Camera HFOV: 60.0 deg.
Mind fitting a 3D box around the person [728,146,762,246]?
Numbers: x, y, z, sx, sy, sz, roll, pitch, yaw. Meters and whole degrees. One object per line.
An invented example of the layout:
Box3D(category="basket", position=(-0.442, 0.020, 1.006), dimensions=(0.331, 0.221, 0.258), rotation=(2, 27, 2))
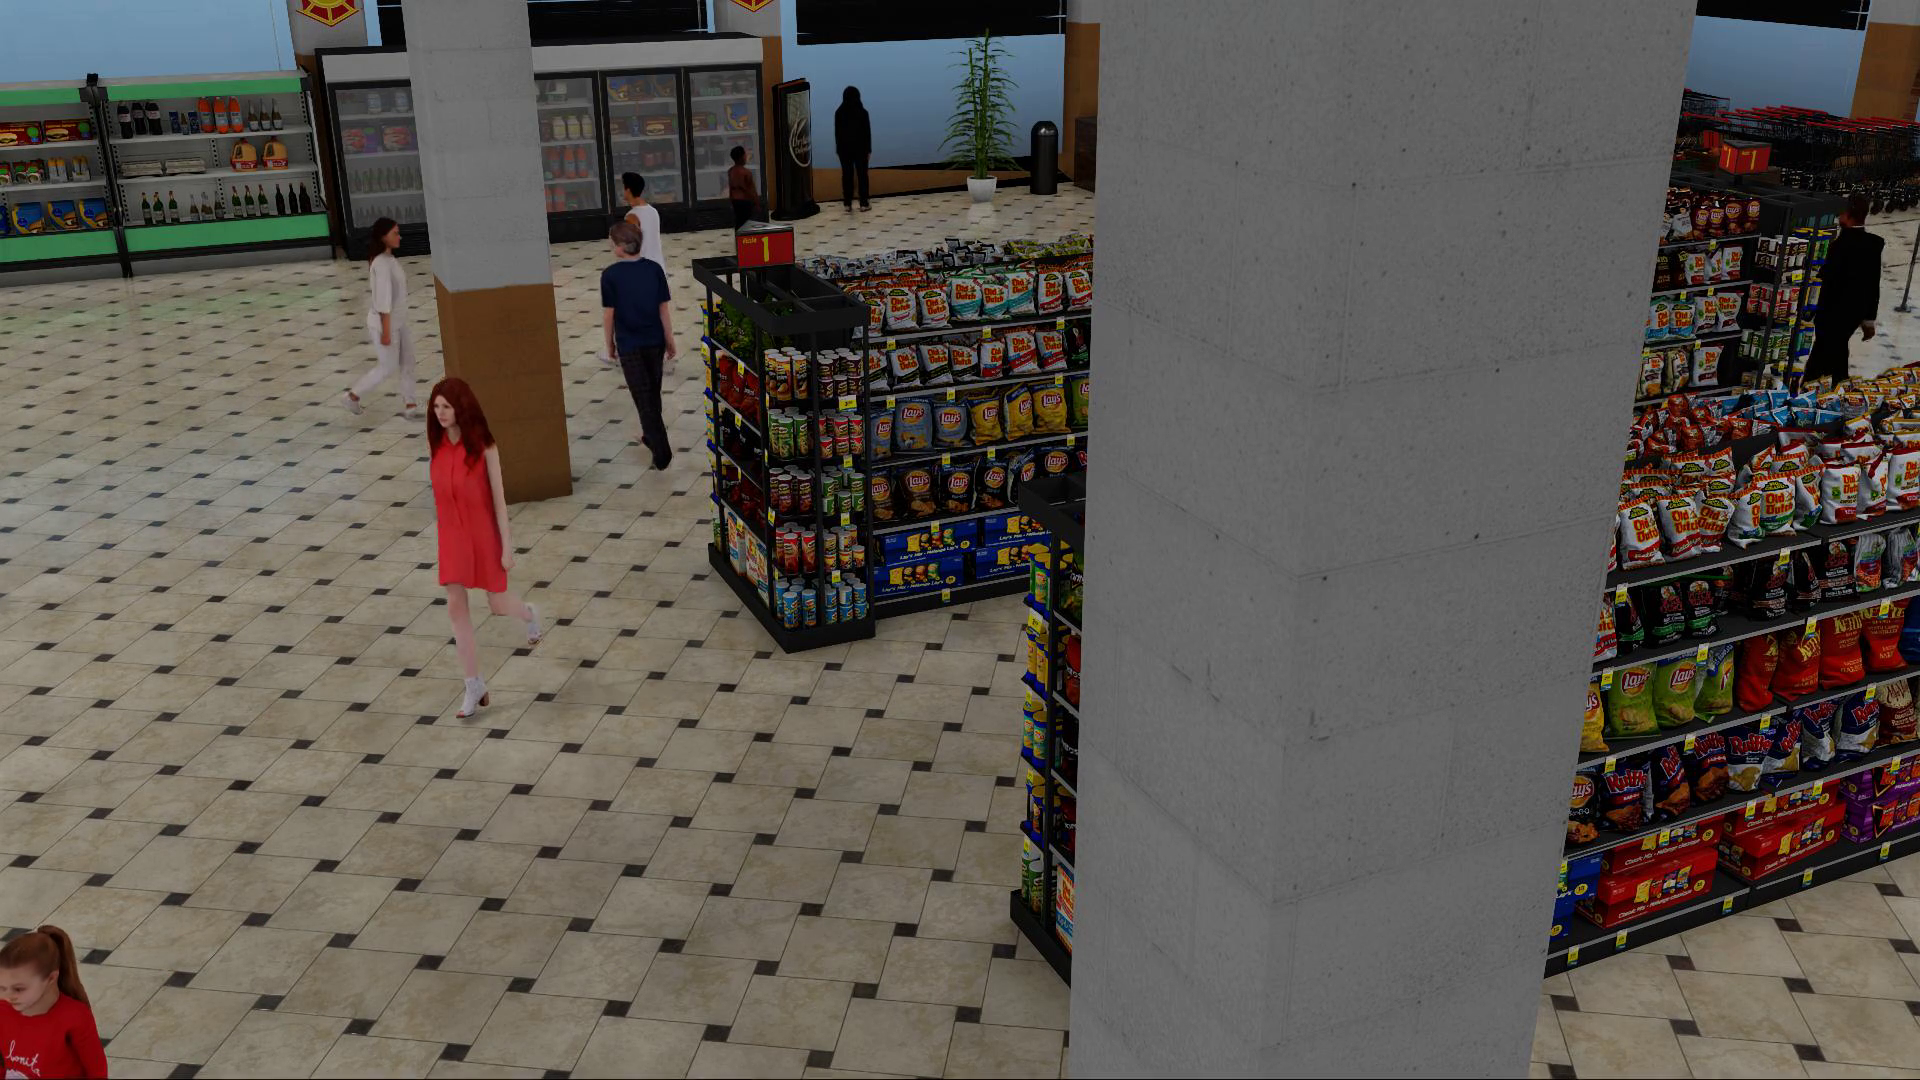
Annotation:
Box3D(category="person", position=(-2.553, -3.942, 19.355), dimensions=(0.613, 1.253, 0.633), rotation=(16, 27, 35))

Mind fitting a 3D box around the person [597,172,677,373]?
Box3D(category="person", position=(-2.703, -2.313, 14.619), dimensions=(1.053, 1.760, 1.007), rotation=(9, 23, 20))

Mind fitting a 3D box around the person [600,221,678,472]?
Box3D(category="person", position=(-2.316, -1.365, 12.186), dimensions=(1.123, 1.815, 0.818), rotation=(-11, 25, -26))

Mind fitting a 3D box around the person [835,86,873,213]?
Box3D(category="person", position=(-1.407, -5.111, 21.778), dimensions=(0.732, 1.615, 0.822), rotation=(3, 22, 7))

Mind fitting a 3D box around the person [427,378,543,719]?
Box3D(category="person", position=(-2.508, 0.017, 8.763), dimensions=(1.044, 1.804, 1.060), rotation=(6, 23, 15))

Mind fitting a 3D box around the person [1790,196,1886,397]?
Box3D(category="person", position=(6.887, -1.673, 12.874), dimensions=(1.041, 1.875, 0.802), rotation=(-10, 24, -23))

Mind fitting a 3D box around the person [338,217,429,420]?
Box3D(category="person", position=(-4.651, -1.723, 13.281), dimensions=(1.028, 1.664, 0.780), rotation=(-6, 23, -14))

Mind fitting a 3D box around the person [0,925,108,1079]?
Box3D(category="person", position=(-2.766, 1.759, 5.126), dimensions=(0.554, 1.281, 0.637), rotation=(2, 22, 4))
